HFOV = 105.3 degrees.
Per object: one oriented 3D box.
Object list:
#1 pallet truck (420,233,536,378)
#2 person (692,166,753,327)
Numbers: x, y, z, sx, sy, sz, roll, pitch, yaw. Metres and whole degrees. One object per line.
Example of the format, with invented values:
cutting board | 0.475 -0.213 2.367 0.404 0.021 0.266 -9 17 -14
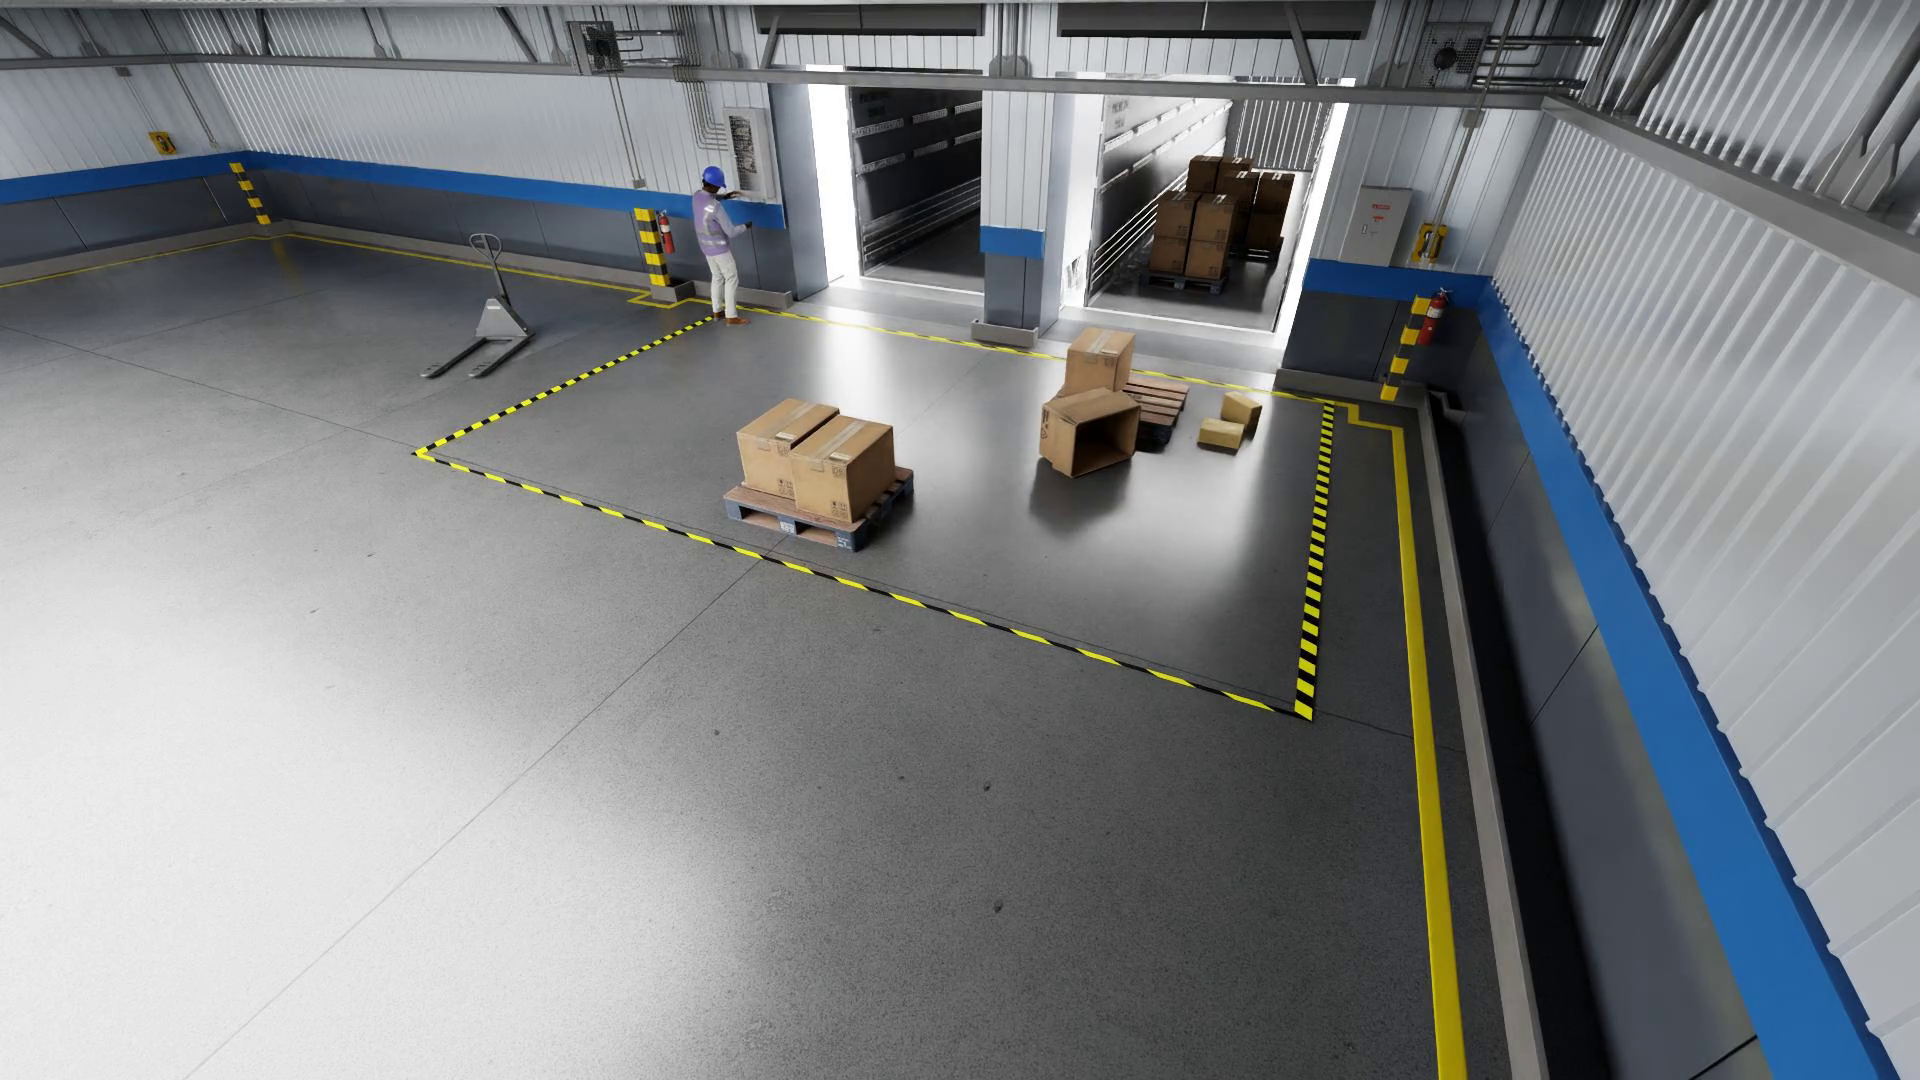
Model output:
pallet truck | -5.664 -2.712 8.427 0.680 1.201 1.601 0 35 -1
person | -2.994 -3.740 9.319 0.808 1.881 0.706 30 45 35
